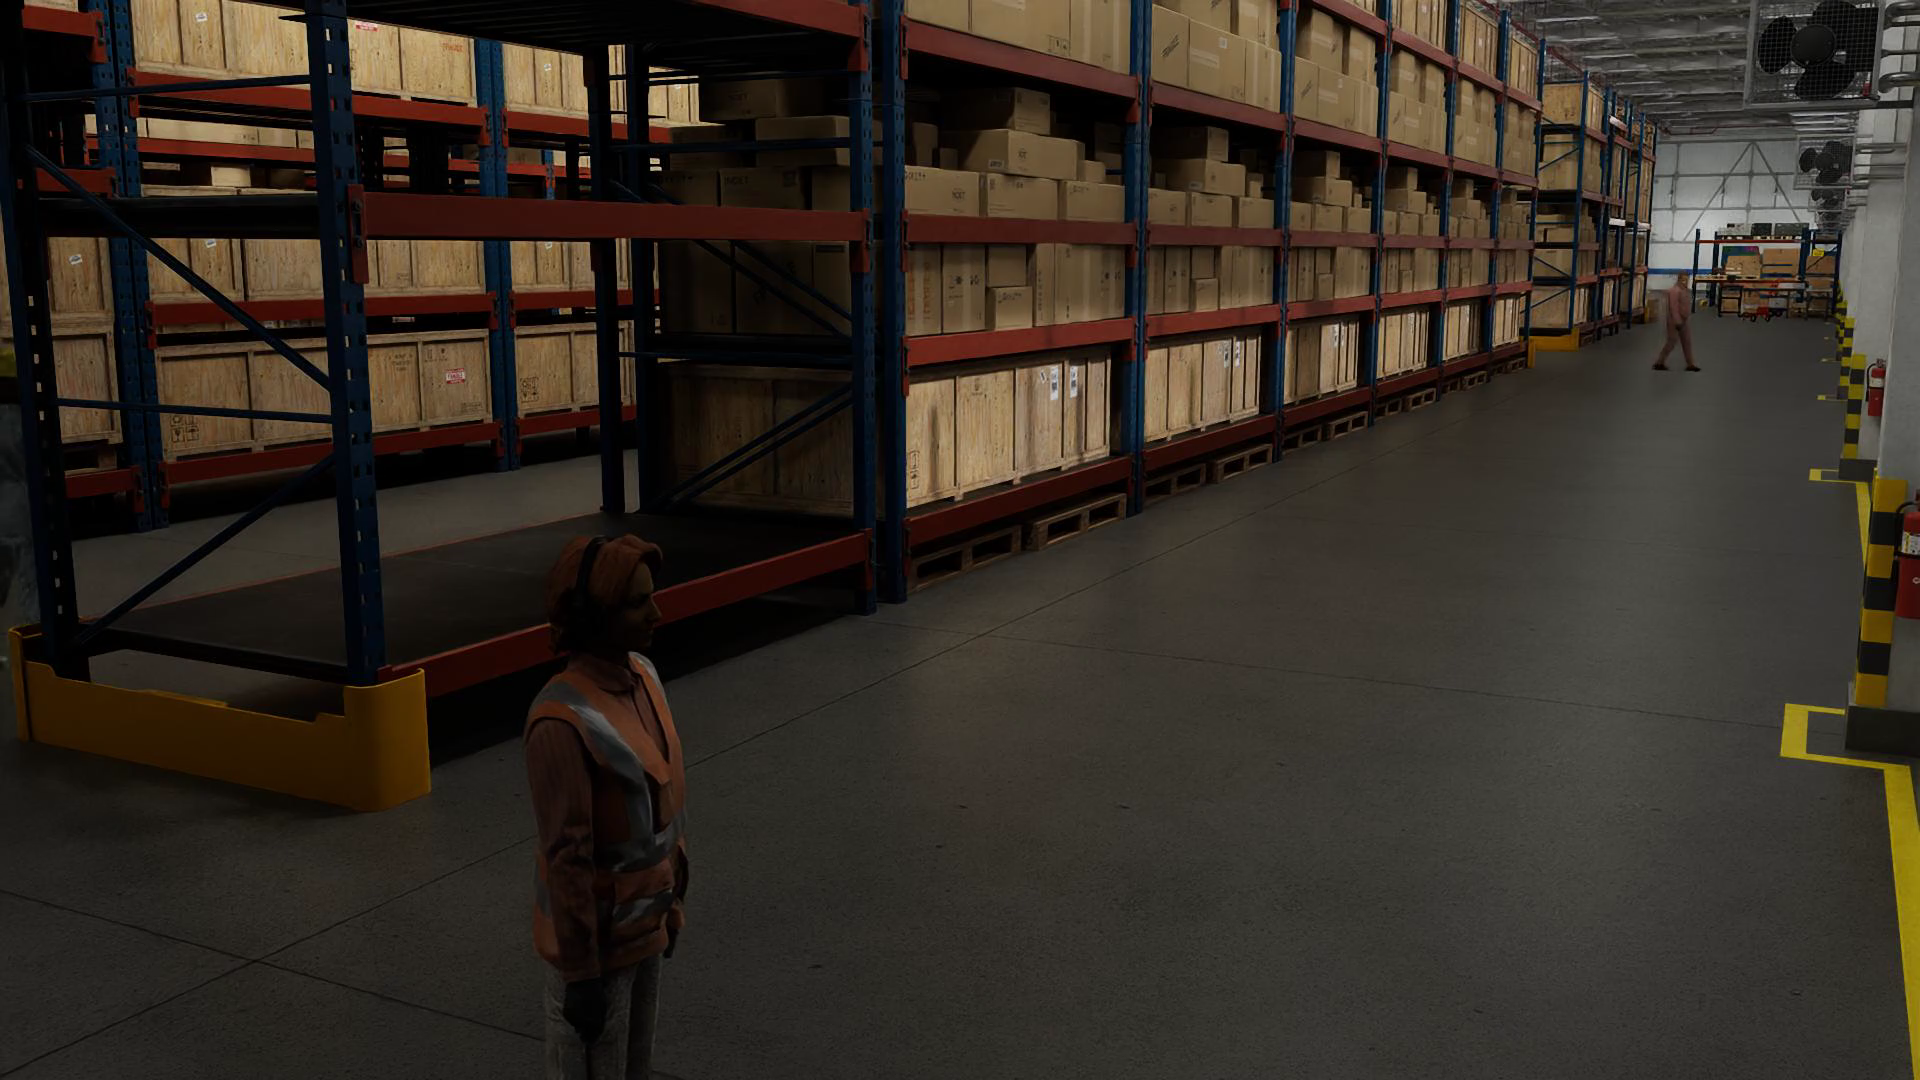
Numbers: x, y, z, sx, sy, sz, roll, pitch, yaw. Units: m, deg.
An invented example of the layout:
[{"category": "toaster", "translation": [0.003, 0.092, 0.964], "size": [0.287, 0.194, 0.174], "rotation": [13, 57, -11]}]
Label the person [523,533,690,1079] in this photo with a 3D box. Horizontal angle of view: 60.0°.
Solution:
[{"category": "person", "translation": [-0.695, 0.797, 3.322], "size": [0.307, 1.640, 0.521], "rotation": [1, 10, 6]}]

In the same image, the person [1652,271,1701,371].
[{"category": "person", "translation": [13.286, -4.041, 30.747], "size": [0.720, 1.861, 0.812], "rotation": [-10, 14, -44]}]

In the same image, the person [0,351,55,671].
[{"category": "person", "translation": [-4.801, -0.092, 8.342], "size": [0.702, 1.700, 0.501], "rotation": [3, 10, 15]}]
